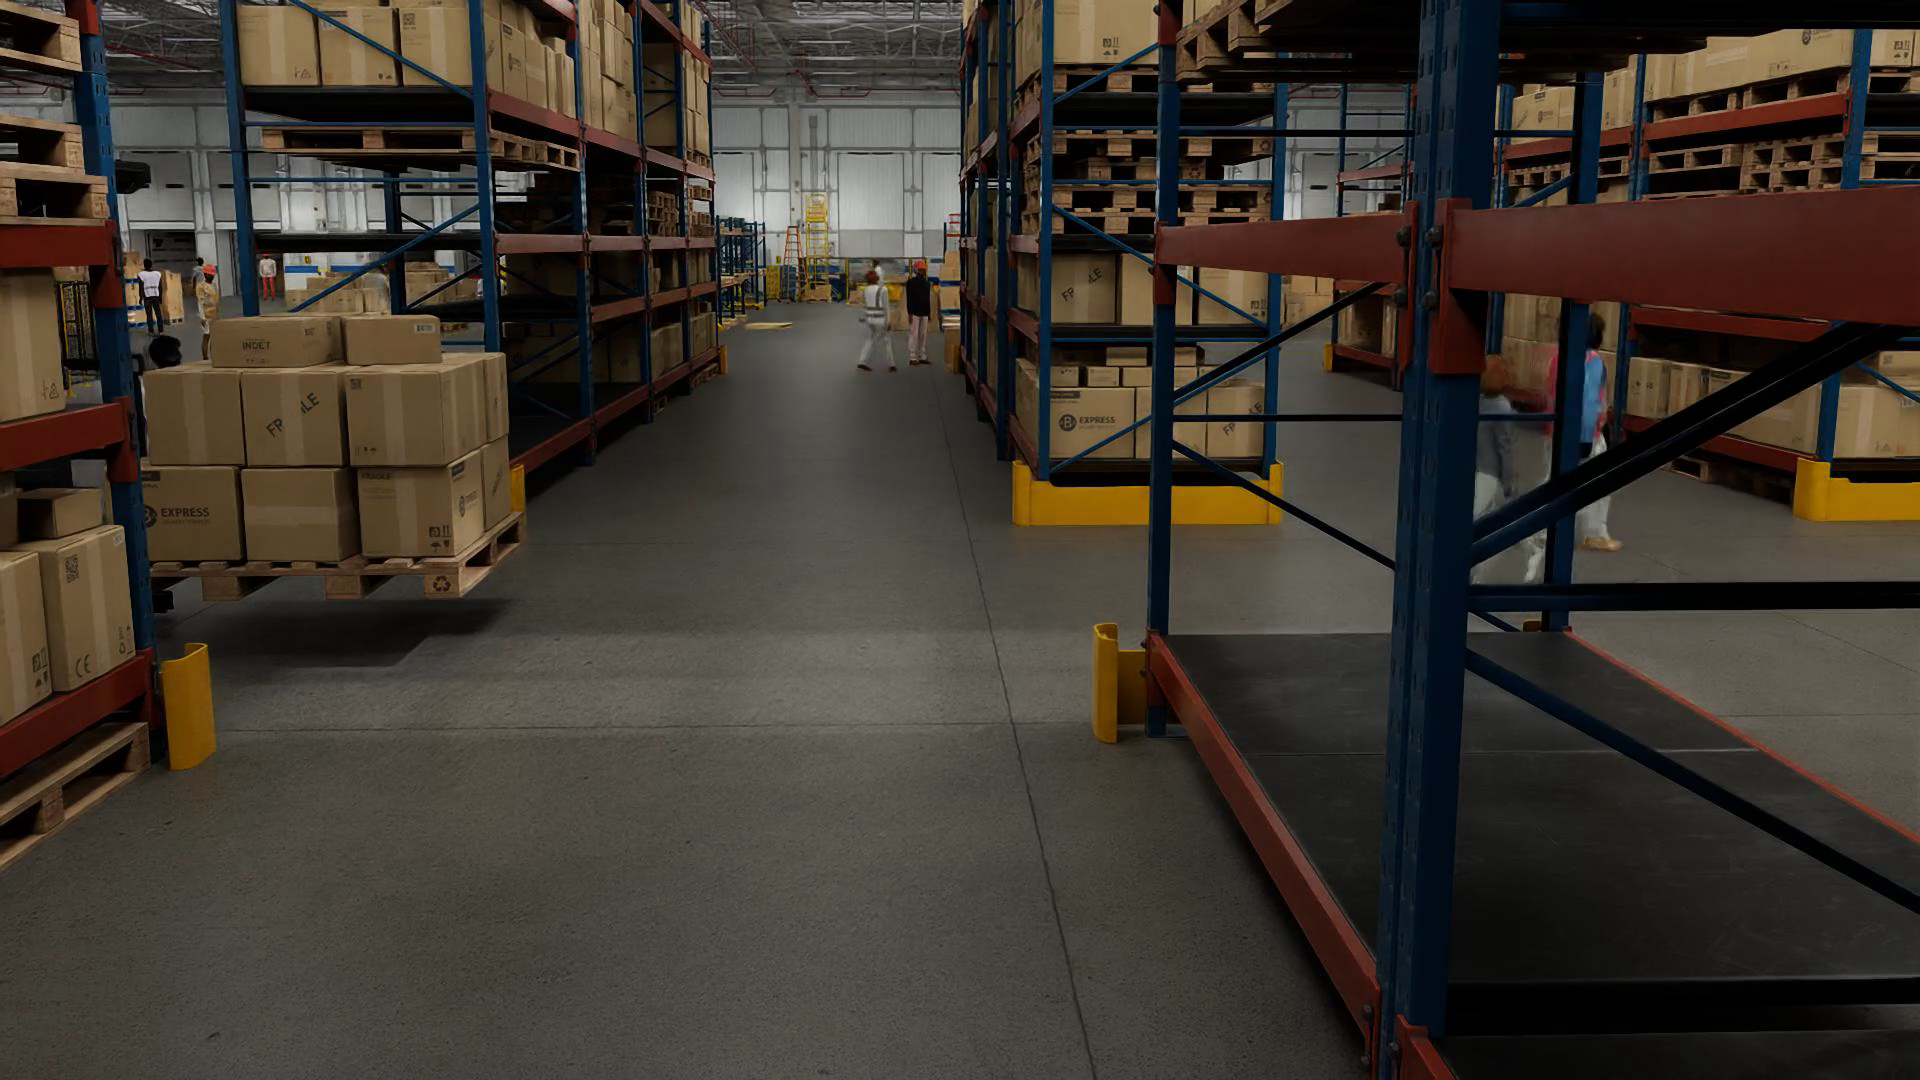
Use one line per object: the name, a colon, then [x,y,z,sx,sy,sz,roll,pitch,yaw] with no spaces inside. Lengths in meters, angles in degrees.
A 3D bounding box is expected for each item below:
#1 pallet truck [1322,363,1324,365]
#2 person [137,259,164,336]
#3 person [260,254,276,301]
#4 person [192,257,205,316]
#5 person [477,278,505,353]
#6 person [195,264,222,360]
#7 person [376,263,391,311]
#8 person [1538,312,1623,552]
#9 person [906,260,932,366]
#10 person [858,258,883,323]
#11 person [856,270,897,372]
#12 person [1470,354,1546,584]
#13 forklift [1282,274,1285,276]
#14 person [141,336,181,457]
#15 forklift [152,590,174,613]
pallet truck: [7.712,-4.157,30.737,1.885,1.965,0.823,3,11,16]
person: [-20.257,-6.076,41.649,0.389,1.918,0.590,8,13,39]
person: [-27.423,-10.466,65.891,0.611,1.996,0.375,-2,10,-11]
person: [-23.962,-8.002,52.594,0.526,1.850,0.371,-7,12,-33]
person: [-9.611,-4.742,34.160,0.551,1.936,0.356,-5,11,-26]
person: [-13.905,-4.151,30.895,0.375,1.930,0.542,3,11,15]
person: [-14.069,-5.889,40.882,0.976,1.815,0.558,-8,13,-37]
person: [4.754,-0.806,12.589,0.715,1.816,0.640,-2,10,-10]
person: [-0.768,-4.294,31.505,0.375,1.997,0.611,9,13,40]
person: [-2.401,-7.205,48.041,1.014,1.889,0.648,0,10,-1]
person: [-1.506,-3.932,29.952,0.623,1.843,0.573,7,12,34]
person: [3.599,-0.445,11.123,0.701,1.611,0.493,0,10,0]
forklift: [12.240,-10.302,62.509,1.129,2.768,1.873,0,10,-2]
person: [-5.913,-0.712,12.540,0.906,1.637,0.536,2,10,12]
forklift: [-5.858,-0.811,9.639,1.873,2.768,1.129,-1,10,-3]
